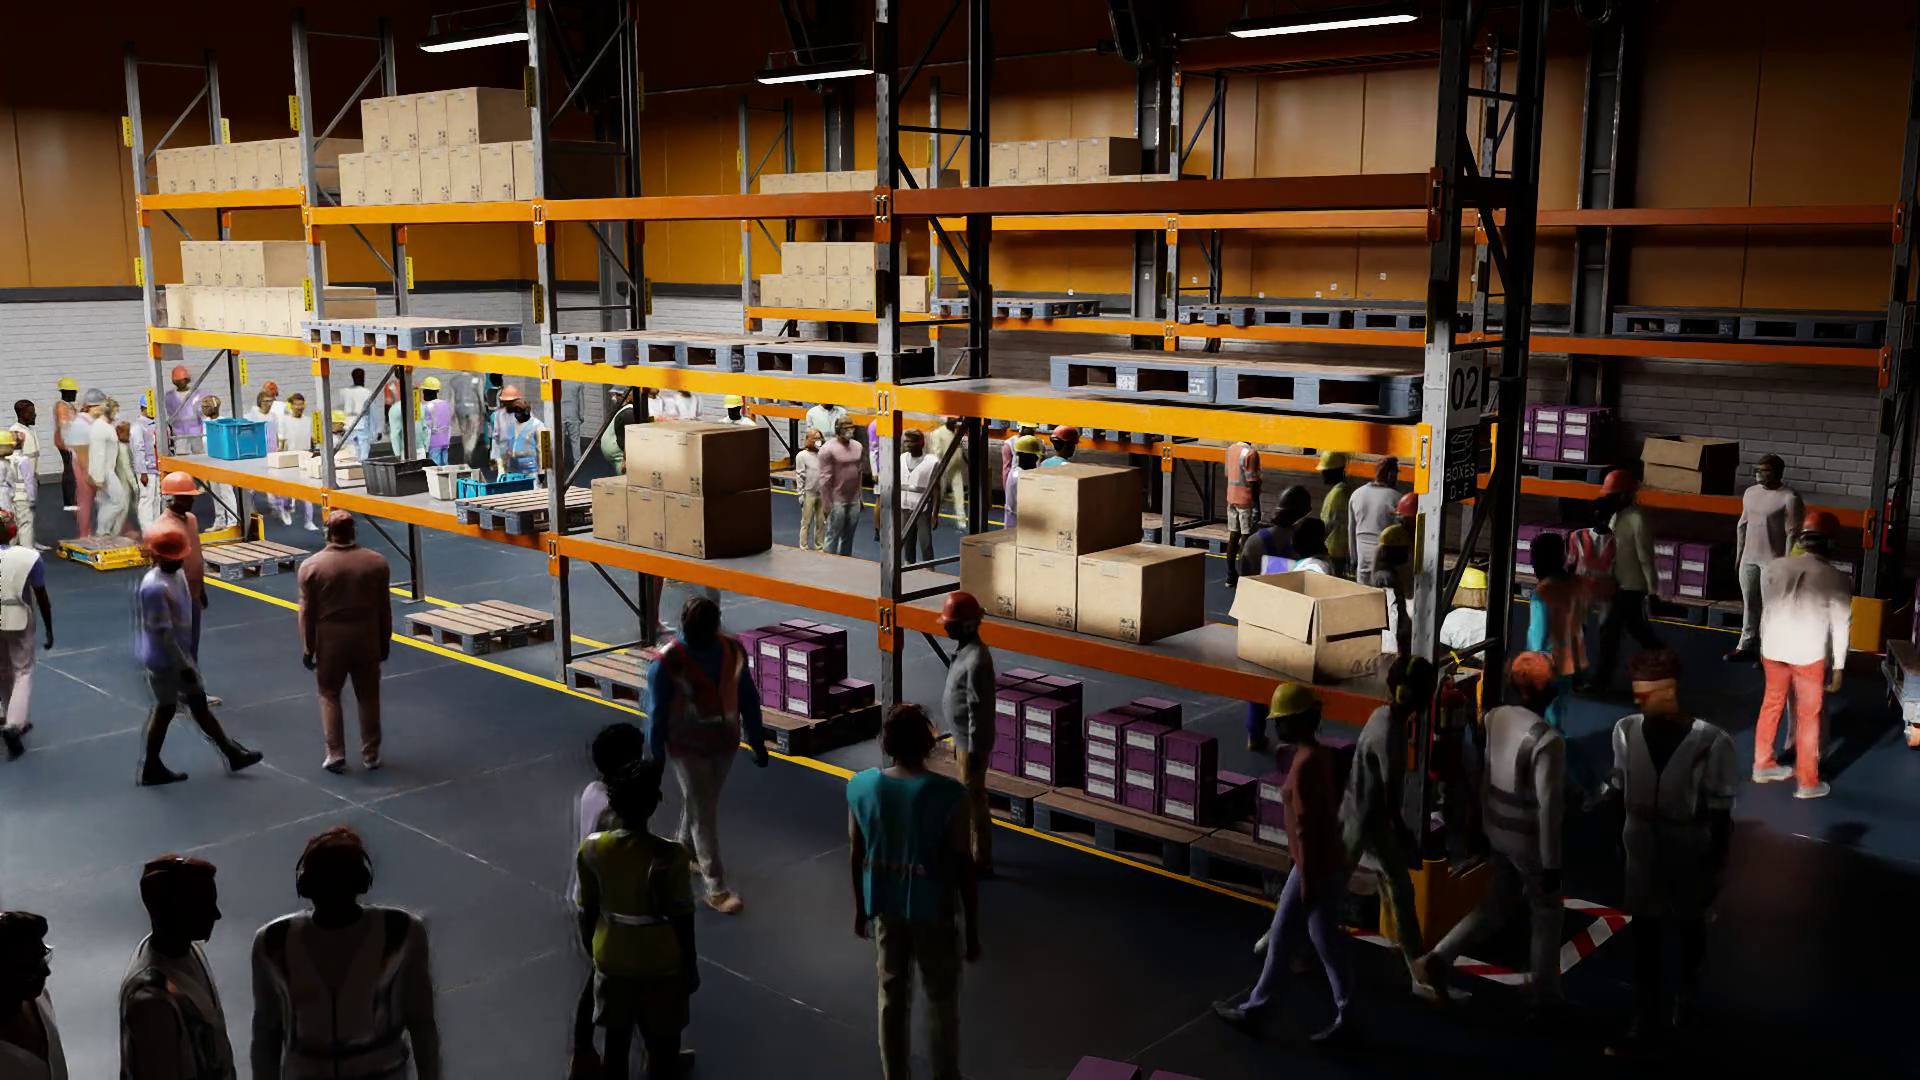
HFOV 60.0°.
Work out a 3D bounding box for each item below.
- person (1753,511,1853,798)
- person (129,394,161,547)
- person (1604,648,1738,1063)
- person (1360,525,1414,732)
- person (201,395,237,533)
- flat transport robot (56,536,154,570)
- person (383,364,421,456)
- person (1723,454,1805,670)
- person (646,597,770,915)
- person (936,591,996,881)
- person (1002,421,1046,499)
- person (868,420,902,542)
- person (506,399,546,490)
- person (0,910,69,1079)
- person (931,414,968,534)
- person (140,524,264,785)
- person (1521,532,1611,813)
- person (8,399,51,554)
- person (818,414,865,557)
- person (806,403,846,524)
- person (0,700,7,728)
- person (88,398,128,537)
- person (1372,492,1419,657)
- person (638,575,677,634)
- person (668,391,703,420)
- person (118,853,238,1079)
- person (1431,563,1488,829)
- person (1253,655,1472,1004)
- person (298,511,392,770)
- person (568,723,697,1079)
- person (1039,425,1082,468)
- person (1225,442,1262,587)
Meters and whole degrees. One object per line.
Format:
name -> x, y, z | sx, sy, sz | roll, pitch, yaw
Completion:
person -> 5.802, 0.778, 11.477 | 0.447, 1.987, 0.681 | -7, 12, -36
person -> -10.195, -0.882, 20.972 | 0.402, 1.937, 0.604 | -1, 10, -3
person -> 3.323, 1.458, 7.827 | 0.612, 1.921, 0.915 | 8, 13, 38
person -> 3.169, 0.750, 12.323 | 0.321, 1.738, 0.487 | 1, 10, 4
person -> -9.711, -0.977, 21.770 | 0.517, 1.843, 0.325 | 6, 12, 31
flat transport robot -> -10.226, 0.135, 19.930 | 1.431, 0.197, 0.652 | 9, 14, 42
person -> -9.058, -1.960, 27.010 | 0.650, 1.960, 0.393 | -7, 12, -34
person -> 7.216, 0.188, 14.915 | 0.370, 1.939, 0.631 | -4, 11, -22
person -> -1.511, 1.188, 9.698 | 0.626, 1.800, 0.950 | -9, 13, -41
person -> 0.035, 1.161, 9.969 | 0.353, 1.743, 0.571 | -1, 10, -7
person -> 0.781, -0.633, 19.902 | 0.591, 1.823, 0.404 | -6, 12, -30
person -> -0.915, -0.918, 21.220 | 0.393, 1.925, 0.550 | 9, 13, 40
person -> -5.587, -0.904, 21.403 | 0.632, 1.836, 0.429 | 5, 11, 28
person -> -2.879, 1.993, 5.021 | 0.392, 1.836, 0.565 | -1, 10, -8
person -> -0.187, -0.959, 22.030 | 0.564, 1.724, 0.846 | -9, 14, -43
person -> -5.362, 0.800, 11.631 | 0.891, 1.891, 0.571 | -1, 10, -5
person -> 4.069, 0.878, 11.228 | 0.606, 1.882, 0.823 | -10, 14, -44
person -> -11.479, -0.771, 20.424 | 0.383, 1.912, 0.585 | -2, 10, -12
person -> -1.302, -0.435, 18.440 | 0.352, 1.937, 0.635 | 8, 13, 40
person -> -1.811, -1.172, 22.686 | 0.589, 1.913, 0.393 | -5, 11, -26
person -> -7.836, 0.506, 12.830 | 1.030, 2.000, 0.705 | 5, 11, 27
person -> -10.539, -0.801, 20.559 | 0.425, 1.914, 0.641 | -5, 11, -25
person -> 3.309, 0.620, 12.356 | 0.619, 1.986, 0.410 | -6, 11, -29
person -> -3.001, -0.023, 16.213 | 0.409, 1.907, 0.598 | -6, 12, -30
person -> -4.165, -1.592, 25.125 | 0.559, 1.902, 0.957 | -5, 11, -26
person -> -2.495, 1.910, 5.364 | 0.359, 1.879, 0.586 | -3, 11, -18
person -> 3.294, 1.012, 10.839 | 0.486, 1.737, 0.325 | -1, 10, -7
person -> 2.016, 1.429, 8.398 | 1.086, 1.786, 0.490 | 5, 11, 28
person -> -4.431, 0.735, 12.029 | 0.649, 1.879, 0.469 | -6, 12, -31
person -> -1.524, 1.634, 7.486 | 0.582, 1.672, 0.545 | -6, 12, -31
person -> 1.022, -0.145, 16.543 | 0.403, 2.035, 0.606 | -5, 11, -28
person -> 3.131, -0.419, 18.273 | 0.367, 1.966, 0.607 | -4, 11, -20
